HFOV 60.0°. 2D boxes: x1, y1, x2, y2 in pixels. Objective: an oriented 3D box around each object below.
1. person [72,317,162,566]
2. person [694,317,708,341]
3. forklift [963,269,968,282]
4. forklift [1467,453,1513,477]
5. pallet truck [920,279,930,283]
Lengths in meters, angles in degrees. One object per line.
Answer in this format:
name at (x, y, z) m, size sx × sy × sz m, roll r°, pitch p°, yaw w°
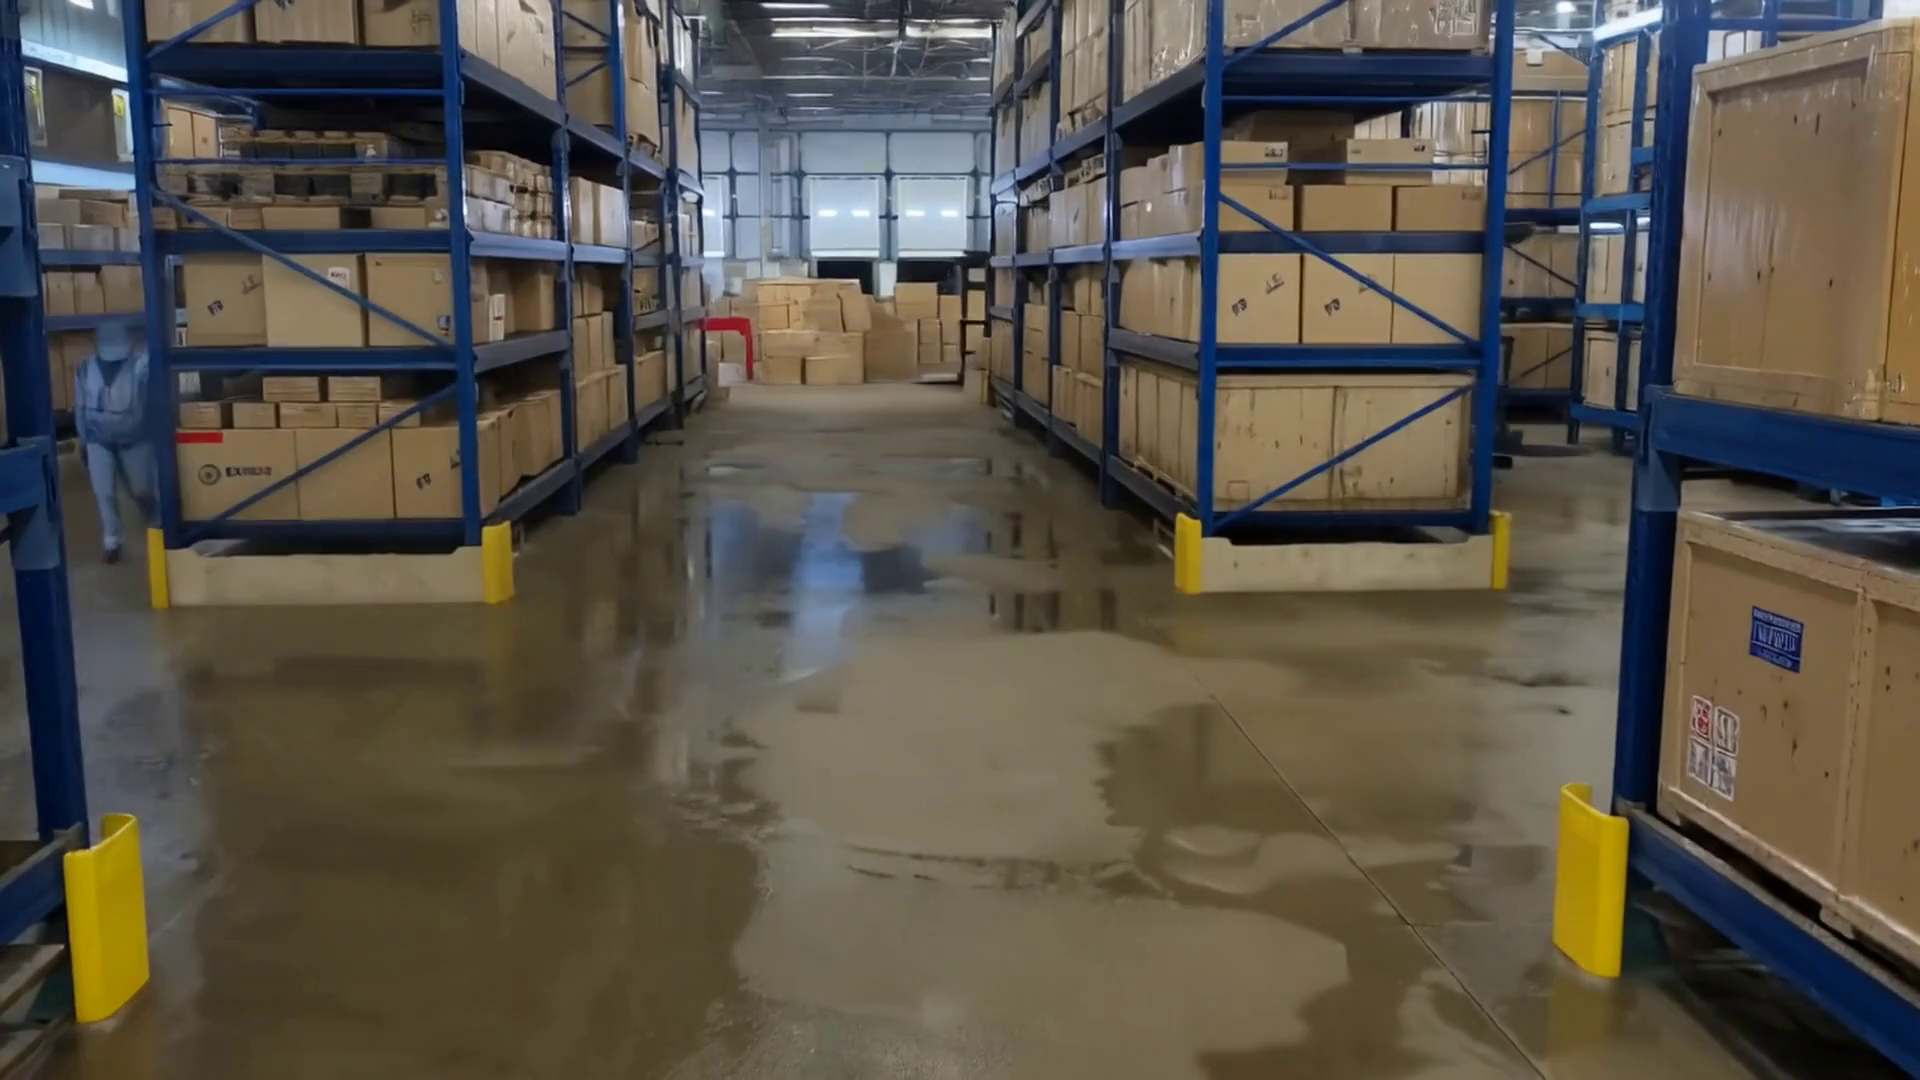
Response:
person at (-6.242, -0.756, 12.418) m, size 0.632 × 1.819 × 0.804 m, roll -2°, pitch 9°, yaw -12°
person at (-4.682, -3.446, 29.860) m, size 0.614 × 1.617 × 0.554 m, roll 0°, pitch 9°, yaw -1°
forklift at (0.502, -7.134, 49.122) m, size 1.129 × 2.768 × 1.873 m, roll -2°, pitch 9°, yaw -11°
forklift at (4.899, -2.169, 17.951) m, size 1.873 × 2.768 × 1.129 m, roll 8°, pitch 12°, yaw 41°
pallet truck at (-0.932, -8.922, 63.114) m, size 1.885 × 1.965 × 0.823 m, roll 2°, pitch 9°, yaw 13°
